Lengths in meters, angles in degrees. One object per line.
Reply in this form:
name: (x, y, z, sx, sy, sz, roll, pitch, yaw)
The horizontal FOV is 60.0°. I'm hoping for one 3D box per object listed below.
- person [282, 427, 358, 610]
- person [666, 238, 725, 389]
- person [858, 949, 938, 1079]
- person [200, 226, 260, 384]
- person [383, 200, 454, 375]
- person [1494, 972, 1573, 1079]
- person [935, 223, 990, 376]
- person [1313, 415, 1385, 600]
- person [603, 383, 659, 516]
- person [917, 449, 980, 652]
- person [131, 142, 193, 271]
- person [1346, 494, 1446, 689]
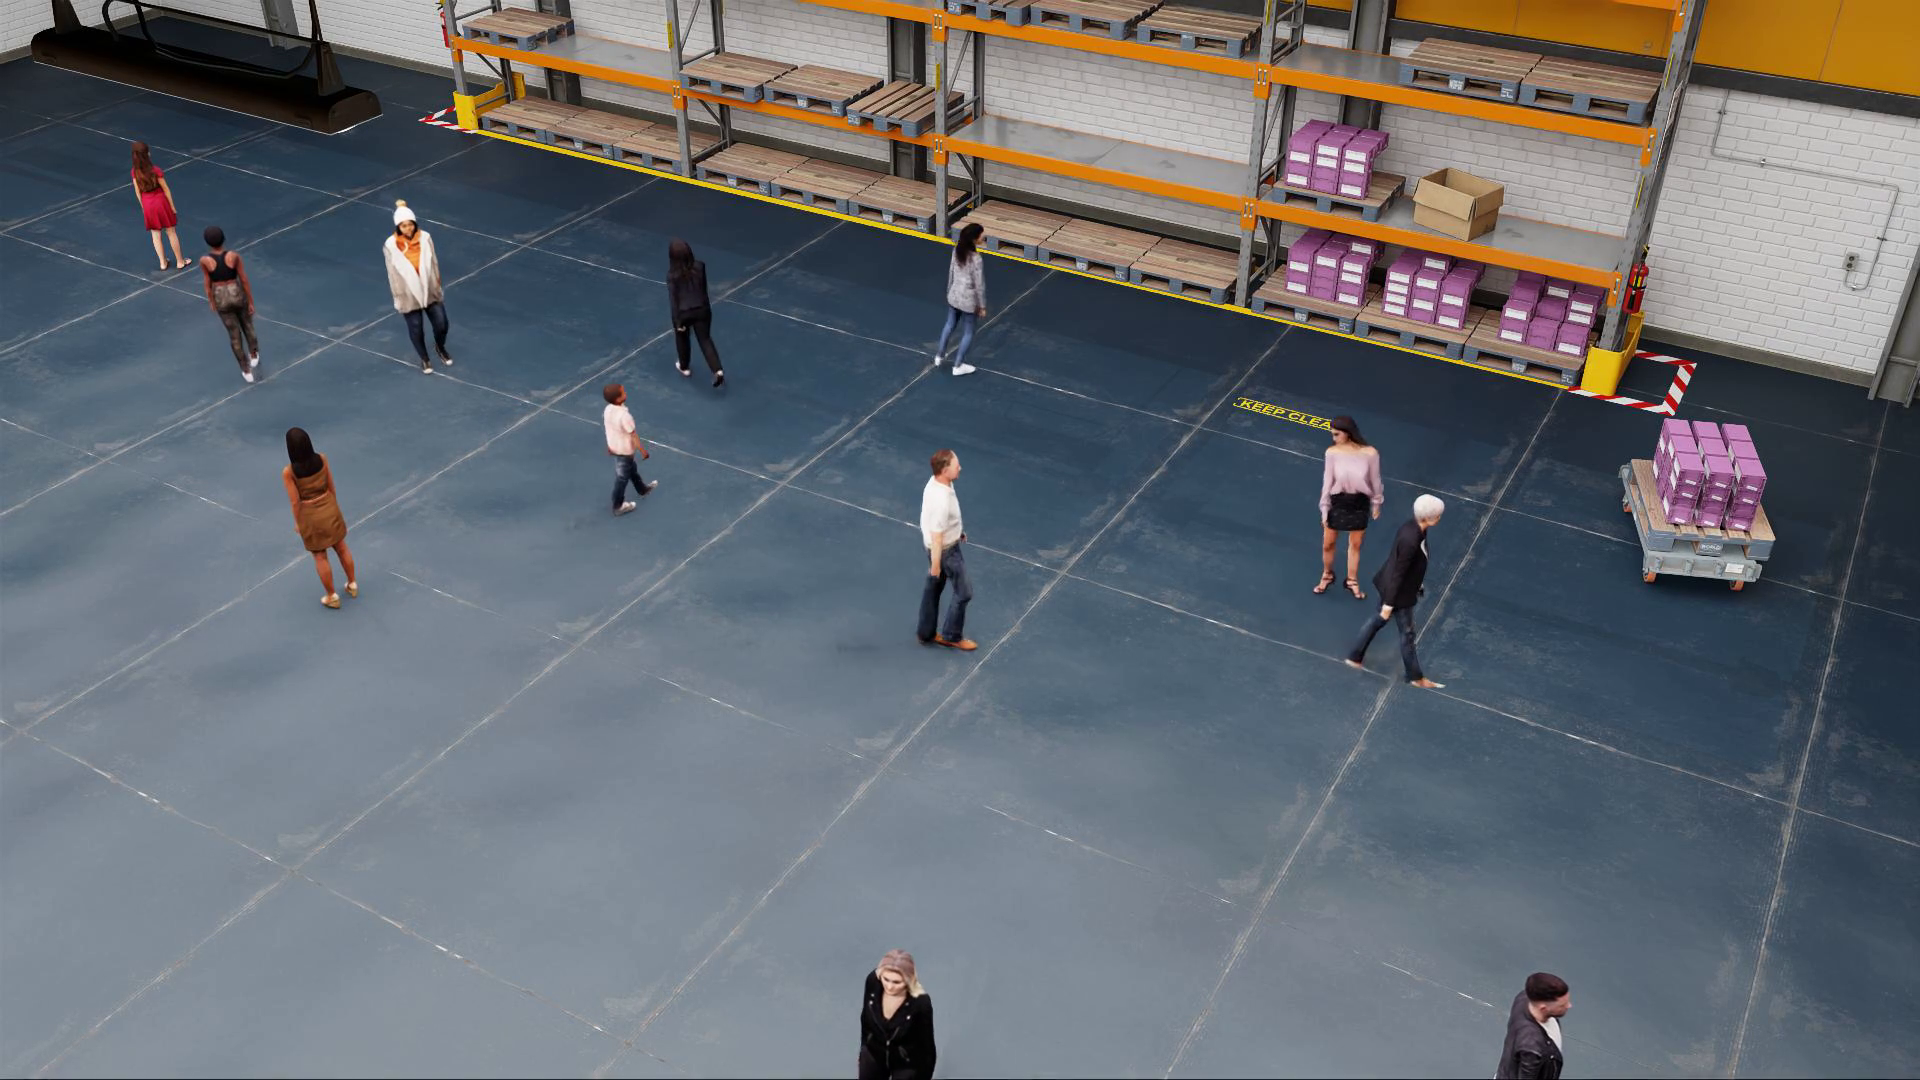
person: (-5.346, -0.190, 13.857, 0.552, 1.689, 0.587, 24, 40, 31)
person: (-2.723, -2.306, 17.133, 0.918, 1.586, 1.154, -22, 39, -29)
person: (-0.320, 2.840, 9.307, 0.557, 1.678, 0.725, 14, 36, 20)
person: (-7.541, -2.424, 17.223, 0.835, 1.682, 0.950, -16, 37, -23)
person: (-5.705, -2.669, 17.411, 0.817, 1.882, 0.837, -17, 37, -24)
person: (3.007, 2.978, 8.957, 0.659, 1.837, 0.719, 6, 34, 10)
person: (0.014, -2.496, 17.317, 0.652, 1.698, 0.935, 20, 39, 28)
person: (3.303, -0.259, 13.876, 0.627, 1.782, 0.803, -1, 34, -2)
person: (-3.131, -0.811, 15.154, 0.730, 1.288, 0.785, -23, 40, -31)
person: (-0.241, 0.080, 13.316, 0.903, 1.837, 0.848, -2, 34, -2)
person: (-9.489, -3.948, 19.633, 0.675, 1.554, 0.735, -4, 34, -6)
person: (3.356, 0.423, 13.136, 1.099, 1.744, 0.942, 12, 35, 17)
